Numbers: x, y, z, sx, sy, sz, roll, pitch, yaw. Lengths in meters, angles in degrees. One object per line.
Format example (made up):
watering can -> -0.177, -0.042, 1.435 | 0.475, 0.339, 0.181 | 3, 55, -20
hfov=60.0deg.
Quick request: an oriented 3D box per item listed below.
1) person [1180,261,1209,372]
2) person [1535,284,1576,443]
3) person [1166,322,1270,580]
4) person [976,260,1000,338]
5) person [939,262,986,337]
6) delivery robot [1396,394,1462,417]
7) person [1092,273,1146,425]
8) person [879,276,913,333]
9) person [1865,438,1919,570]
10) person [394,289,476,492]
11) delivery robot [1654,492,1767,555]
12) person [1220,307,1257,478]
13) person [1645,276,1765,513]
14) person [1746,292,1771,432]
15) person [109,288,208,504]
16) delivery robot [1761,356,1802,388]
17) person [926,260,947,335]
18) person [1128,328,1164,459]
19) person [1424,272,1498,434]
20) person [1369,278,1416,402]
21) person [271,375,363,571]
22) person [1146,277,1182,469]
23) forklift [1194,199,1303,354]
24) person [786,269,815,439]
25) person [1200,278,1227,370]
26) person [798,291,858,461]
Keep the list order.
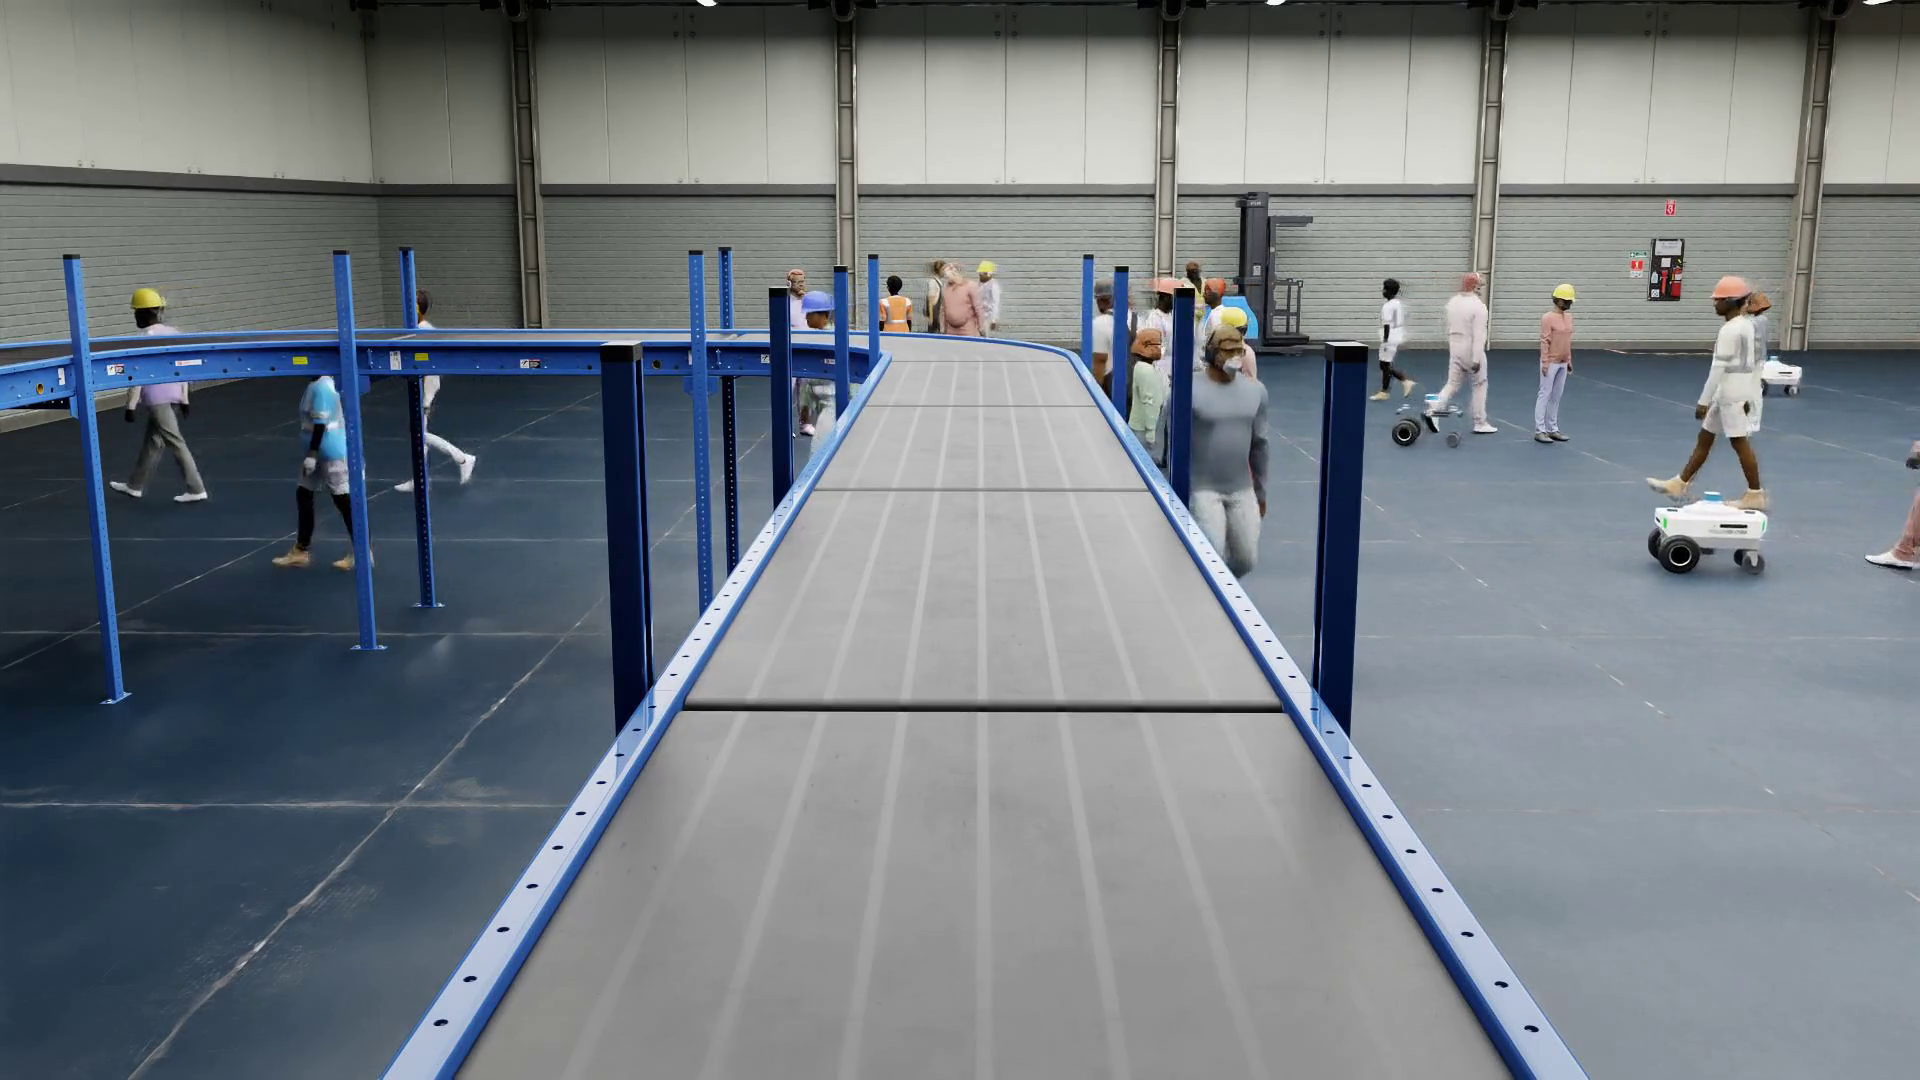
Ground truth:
person -> 3.713, -3.511, 26.400 | 0.704, 1.802, 0.472 | -7, 13, -31
person -> 6.682, -1.979, 18.619 | 0.524, 1.763, 0.322 | -8, 14, -37
person -> 1.459, -0.275, 9.437 | 0.648, 1.923, 0.719 | -4, 12, -19
person -> 0.499, -3.596, 26.808 | 0.593, 1.811, 0.600 | -4, 12, -22
person -> 0.039, -2.990, 23.555 | 0.758, 1.863, 0.443 | 7, 13, 34
delivery robot -> 5.209, -1.499, 18.455 | 0.698, 0.223, 0.335 | 4, 12, 19
person -> 1.408, -1.338, 14.714 | 0.685, 2.000, 0.713 | -10, 15, -41
person -> -0.898, -2.798, 22.983 | 0.535, 1.700, 0.318 | -6, 12, -28
person -> 6.964, -0.650, 11.555 | 1.004, 1.864, 0.656 | 9, 14, 39
person -> -4.853, -1.359, 15.237 | 0.694, 1.843, 0.517 | -1, 11, -5
delivery robot -> 5.384, -0.103, 11.939 | 0.707, 0.478, 0.477 | 2, 11, 12
person -> 2.282, -1.053, 13.860 | 0.329, 1.763, 0.523 | -3, 11, -14
person -> 6.475, -1.247, 14.254 | 1.026, 1.988, 0.637 | 7, 13, 33
person -> 9.326, -2.095, 19.542 | 0.281, 1.633, 0.498 | 5, 12, 23
person -> -7.107, -1.259, 14.610 | 0.974, 1.870, 0.609 | 1, 11, 6
delivery robot -> 11.484, -2.350, 23.501 | 0.707, 0.478, 0.477 | 2, 11, 11
person -> -0.463, -3.752, 27.658 | 0.955, 1.802, 0.514 | 2, 11, 9
person -> 1.475, -0.859, 13.185 | 0.283, 1.634, 0.498 | 0, 11, 1
person -> 5.844, -2.163, 19.279 | 0.849, 1.876, 0.646 | -5, 12, -25
person -> 5.887, -2.696, 22.520 | 0.583, 1.679, 0.541 | 6, 13, 30
person -> -4.567, -0.589, 11.698 | 0.749, 1.667, 0.539 | -7, 13, -31
person -> 2.098, -1.645, 16.552 | 0.711, 1.902, 0.538 | 3, 11, 15
forklift -> 5.313, -4.851, 30.603 | 1.873, 2.768, 1.129 | 0, 11, 1
person -> -1.850, -2.128, 19.008 | 0.642, 1.908, 0.407 | -10, 15, -41
person -> 2.639, -1.754, 17.143 | 0.337, 1.882, 0.584 | 3, 11, 13
person -> -1.087, -1.192, 14.257 | 1.038, 1.894, 0.625 | -9, 14, -38
